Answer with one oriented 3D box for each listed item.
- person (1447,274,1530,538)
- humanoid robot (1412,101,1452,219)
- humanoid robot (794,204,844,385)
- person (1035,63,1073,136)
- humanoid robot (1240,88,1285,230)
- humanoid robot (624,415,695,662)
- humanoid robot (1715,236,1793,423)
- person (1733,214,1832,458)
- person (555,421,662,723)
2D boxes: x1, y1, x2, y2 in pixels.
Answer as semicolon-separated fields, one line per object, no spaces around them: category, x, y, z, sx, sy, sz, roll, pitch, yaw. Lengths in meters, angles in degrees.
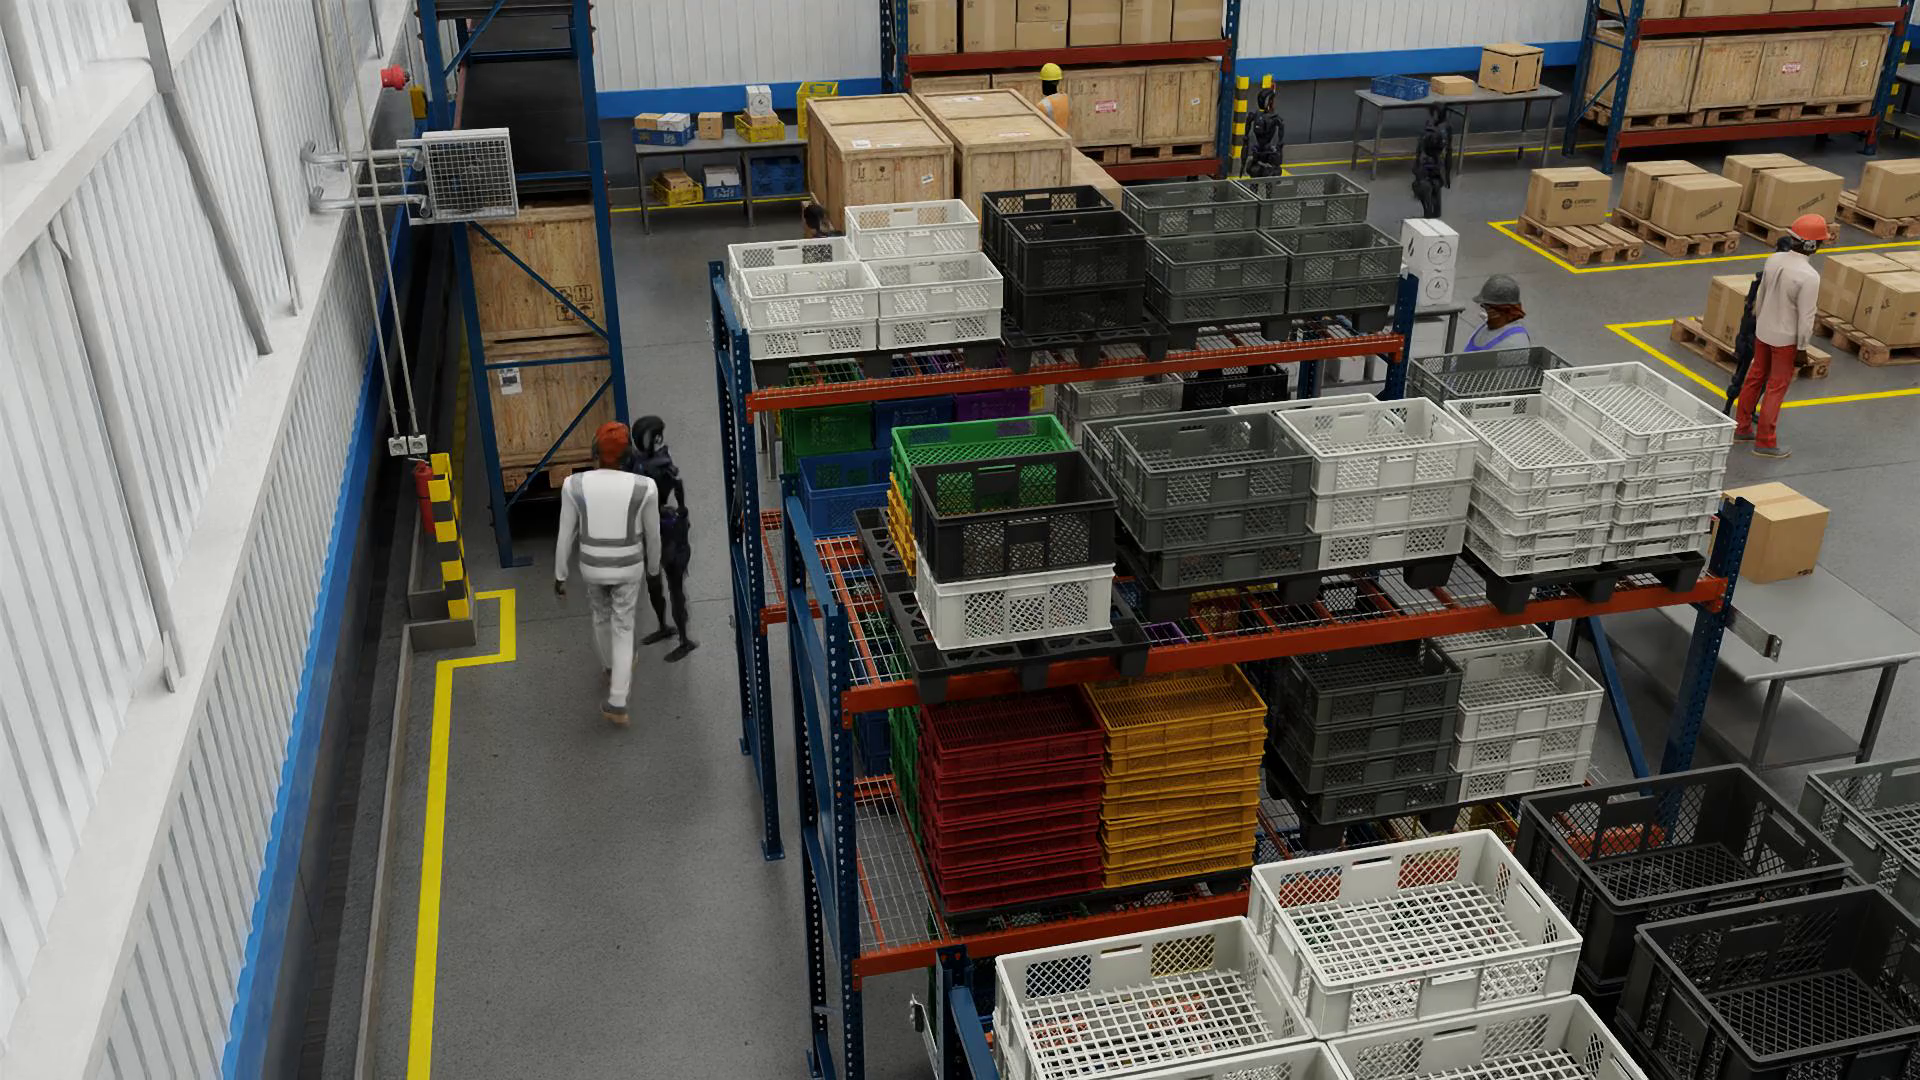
person;3.733;-0.932;11.916;0.536;2.000;0.679;1;28;2
humanoid robot;5.102;-3.969;18.079;0.615;1.631;0.487;-21;34;-34
humanoid robot;-1.173;-2.146;14.637;0.602;1.625;0.703;-19;33;-31
person;0.991;-4.298;18.423;0.368;1.925;0.593;21;34;34
humanoid robot;3.366;-4.173;18.452;0.335;1.651;0.570;-25;36;-38
humanoid robot;-1.915;-0.022;10.580;0.600;1.658;0.344;20;34;33
humanoid robot;6.690;-1.728;13.813;0.569;1.651;0.325;-7;29;-13
person;6.573;-1.631;13.291;0.378;1.994;0.610;-6;28;-11
person;-2.118;0.180;10.030;0.662;1.836;0.839;-1;28;-1
